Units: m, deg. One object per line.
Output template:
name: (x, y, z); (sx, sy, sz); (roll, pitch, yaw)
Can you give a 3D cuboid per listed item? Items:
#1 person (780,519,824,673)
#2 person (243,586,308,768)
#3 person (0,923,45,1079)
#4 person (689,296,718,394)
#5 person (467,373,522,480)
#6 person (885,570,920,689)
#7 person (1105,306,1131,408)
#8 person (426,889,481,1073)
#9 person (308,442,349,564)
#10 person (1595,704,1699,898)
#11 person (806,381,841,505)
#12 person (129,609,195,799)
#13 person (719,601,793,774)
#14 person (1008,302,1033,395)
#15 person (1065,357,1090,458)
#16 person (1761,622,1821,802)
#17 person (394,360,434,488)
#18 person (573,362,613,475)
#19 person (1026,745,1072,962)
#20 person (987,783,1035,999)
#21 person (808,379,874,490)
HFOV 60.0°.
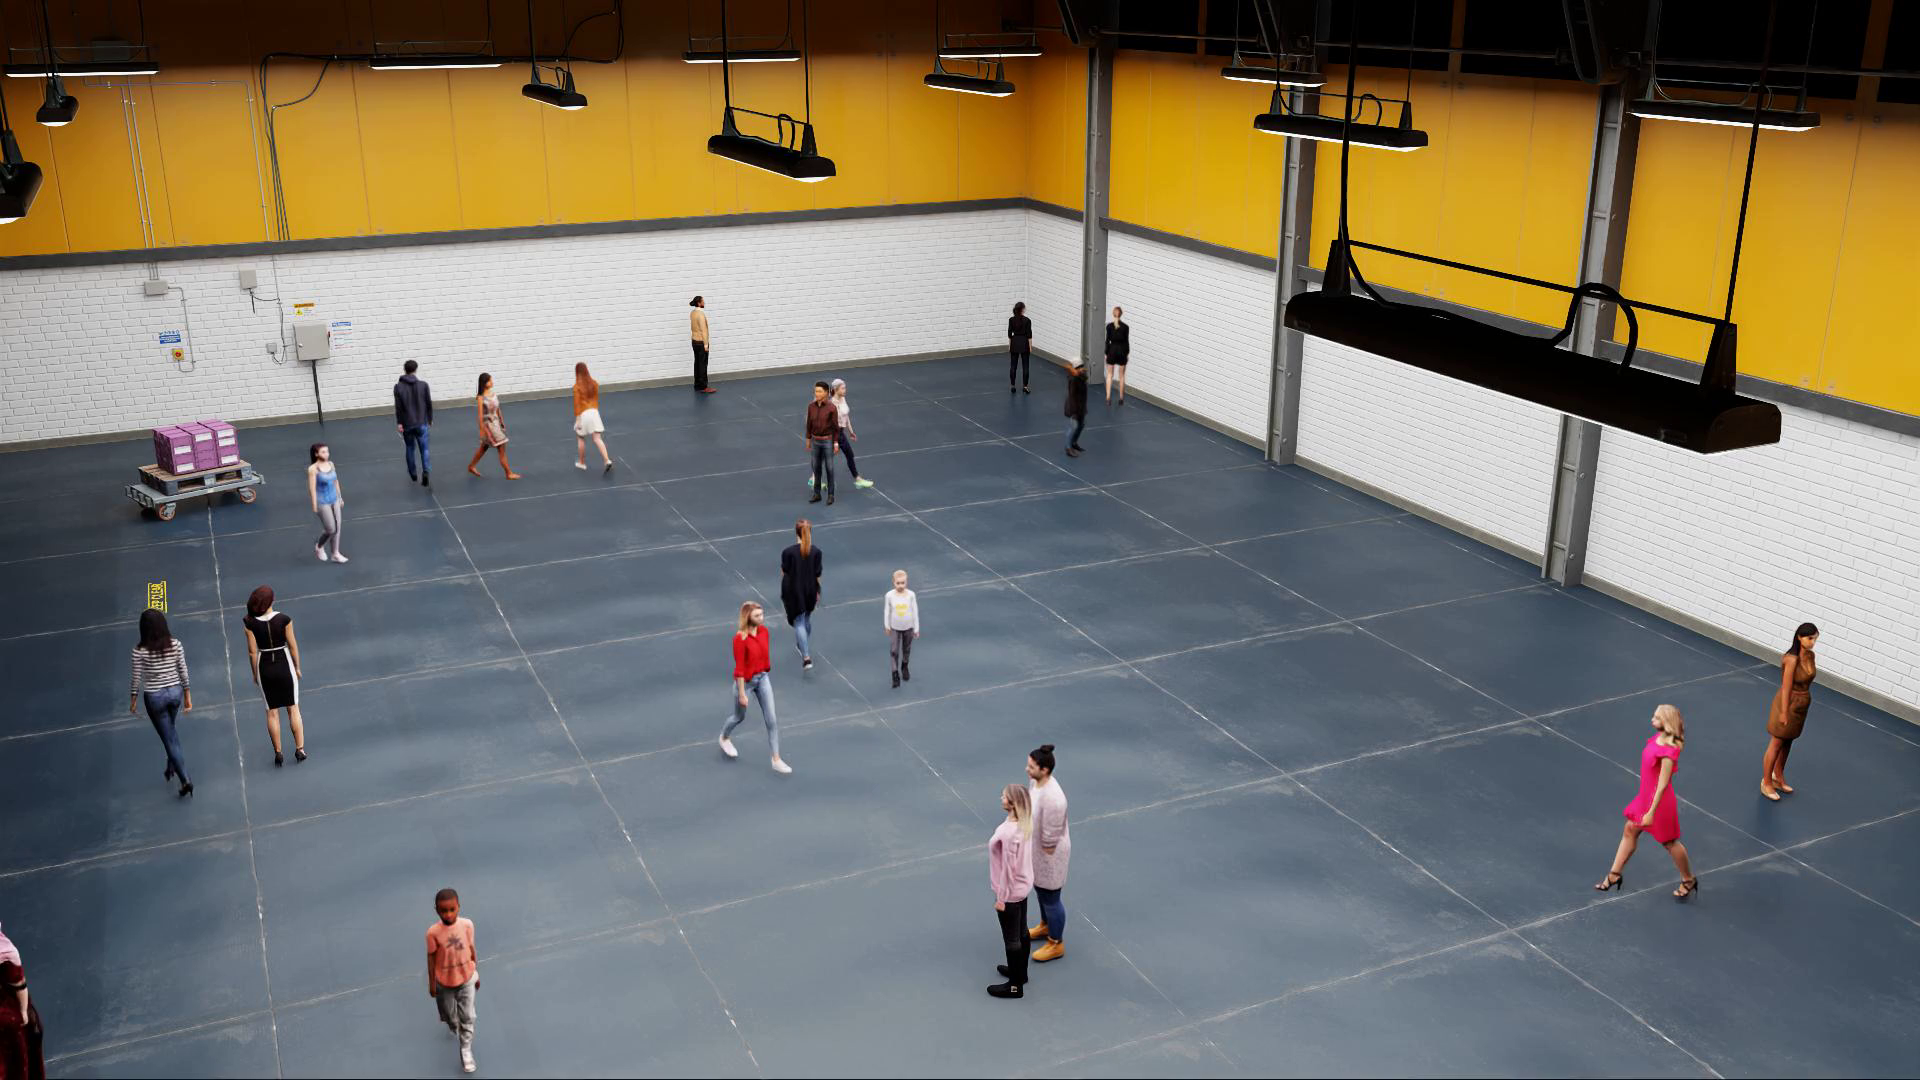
person: (-1.693, 0.618, 17.895); (0.678, 1.651, 1.118); (-7, 20, -19)
person: (-6.450, 1.282, 15.696); (0.606, 1.795, 0.524); (-6, 19, -17)
person: (-6.213, 3.079, 10.644); (0.711, 1.614, 0.951); (-5, 19, -15)
person: (-4.704, -3.557, 30.130); (0.741, 1.755, 0.562); (-11, 22, -31)
person: (-7.088, -1.676, 24.782); (1.095, 1.602, 1.133); (3, 19, 10)
person: (-0.621, 0.906, 17.665); (0.673, 1.251, 0.897); (-2, 19, -5)
person: (2.740, -3.203, 29.061); (0.668, 1.766, 0.690); (3, 19, 8)
person: (-3.489, 2.976, 11.446); (0.504, 1.298, 0.789); (-8, 20, -22)
person: (-8.119, -0.474, 21.216); (0.785, 1.601, 0.724); (8, 20, 21)
person: (5.686, 2.139, 13.335); (0.982, 1.679, 1.042); (2, 19, 7)
person: (-1.948, -1.399, 23.678); (0.703, 1.781, 0.762); (7, 20, 19)
person: (-7.151, 1.519, 15.038); (0.962, 1.766, 0.814); (15, 24, 37)
person: (-2.024, 1.365, 15.658); (1.233, 1.662, 0.961); (15, 24, 38)
person: (1.076, -3.468, 30.014); (0.680, 1.660, 0.743); (7, 20, 19)
person: (1.791, -2.085, 26.001); (0.794, 1.600, 0.777); (7, 20, 19)
person: (7.547, 1.535, 15.116); (0.592, 1.686, 0.560); (-13, 23, -34)
person: (-7.974, -1.677, 24.392); (0.730, 1.853, 1.163); (-7, 20, -21)
person: (-5.546, -1.819, 25.068); (0.796, 1.690, 1.138); (-15, 24, -38)
person: (0.659, 2.340, 12.640); (0.802, 1.741, 0.639); (-4, 19, -11)
person: (0.401, 2.536, 12.138); (0.740, 1.688, 0.675); (6, 20, 17)
person: (-1.885, -1.511, 24.222); (1.039, 1.646, 1.199); (1, 19, 4)
